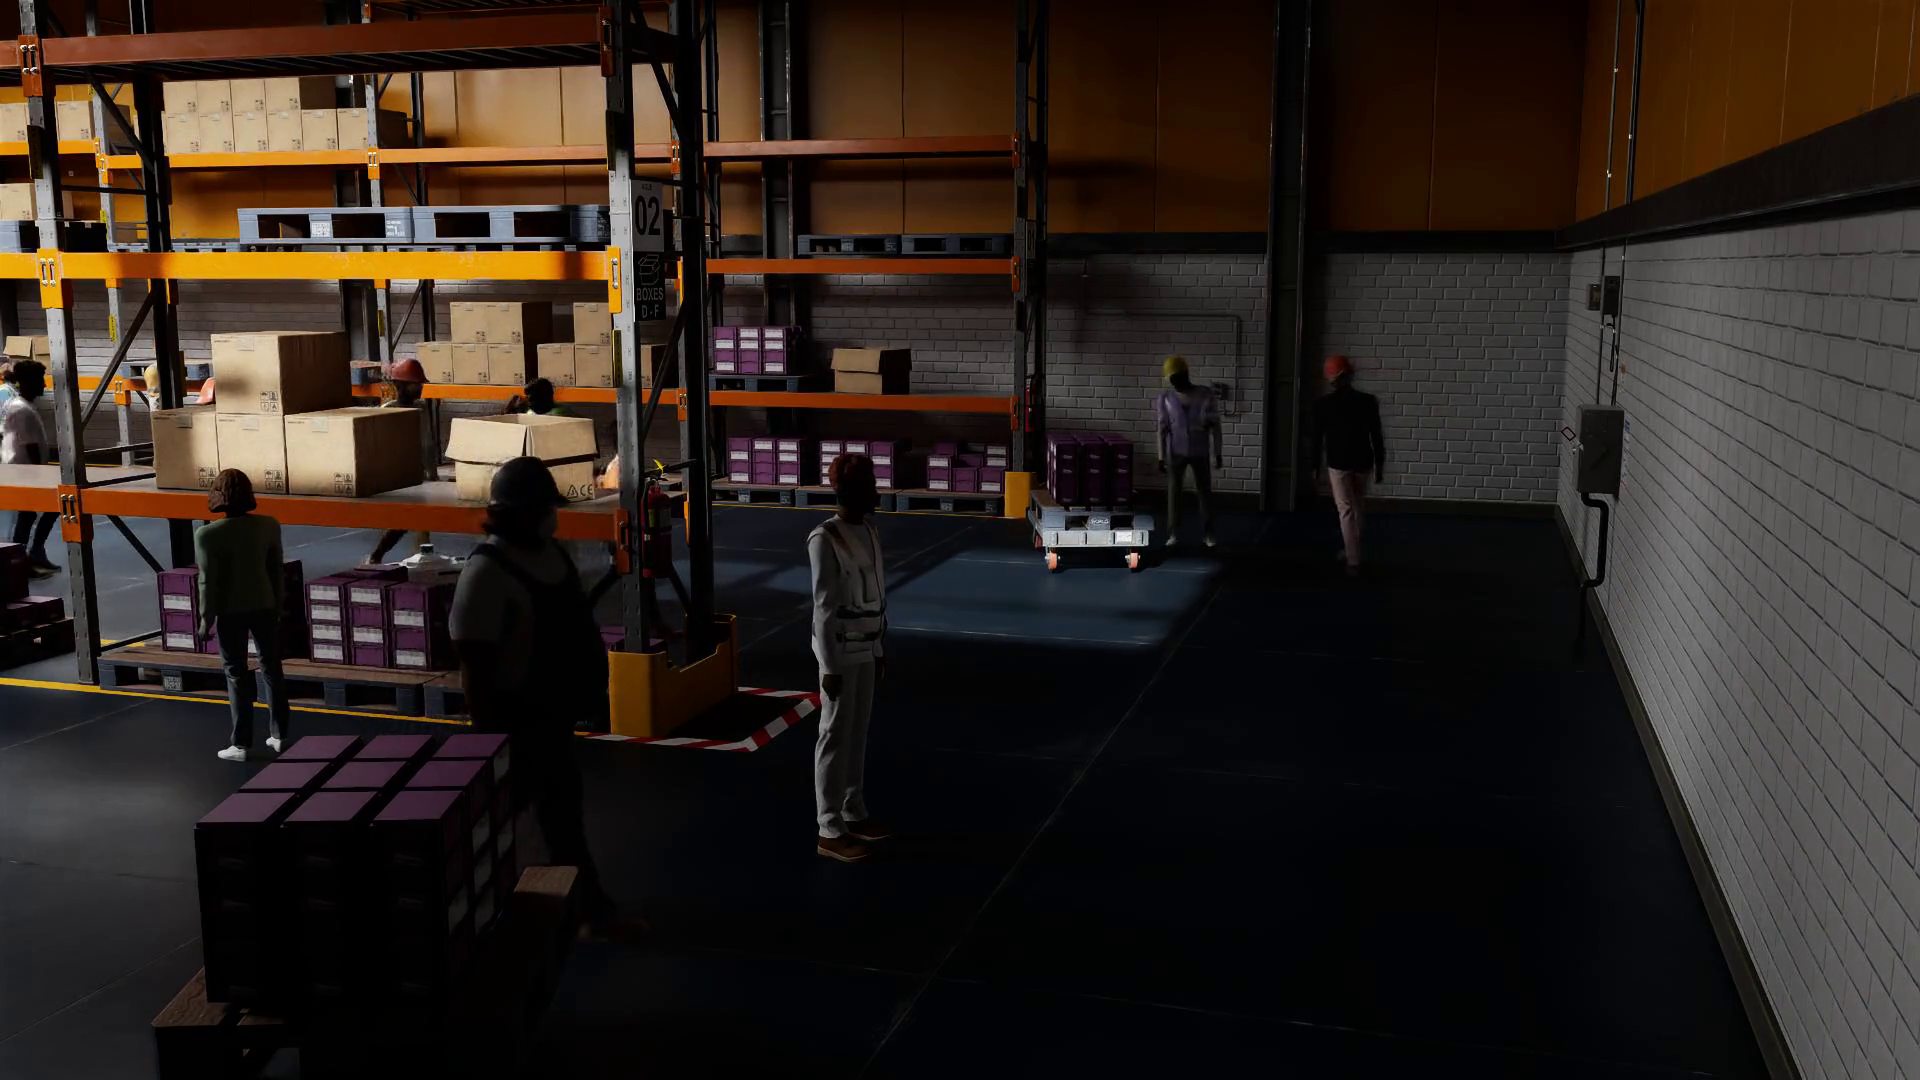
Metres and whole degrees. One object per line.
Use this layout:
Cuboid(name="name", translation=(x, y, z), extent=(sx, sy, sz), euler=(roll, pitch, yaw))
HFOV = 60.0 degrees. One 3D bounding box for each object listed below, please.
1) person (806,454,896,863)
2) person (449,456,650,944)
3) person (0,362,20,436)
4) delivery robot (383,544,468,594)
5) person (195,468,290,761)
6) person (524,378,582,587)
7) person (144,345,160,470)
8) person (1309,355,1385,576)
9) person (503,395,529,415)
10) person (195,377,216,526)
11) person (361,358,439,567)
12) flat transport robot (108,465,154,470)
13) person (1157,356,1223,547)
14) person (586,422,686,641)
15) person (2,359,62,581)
Cuboid(name="person", translation=(-0.505, 0.538, 7.765), extent=(0.354, 1.883, 0.573), euler=(3, 10, 20))
Cuboid(name="person", translation=(-1.787, 0.611, 6.843), extent=(1.000, 2.000, 0.685), euler=(2, 9, 10))
Cuboid(name="person", translation=(-11.035, -1.248, 19.394), extent=(0.308, 1.639, 0.511), euler=(-4, 10, -22))
Cuboid(name="delivery robot", translation=(-4.192, 0.276, 13.112), extent=(0.707, 0.478, 0.477), euler=(-6, 11, -34))
Cuboid(name="person", translation=(-3.995, 0.415, 9.268), extent=(0.283, 1.634, 0.498), euler=(7, 12, 38))
Cuboid(name="person", translation=(-3.427, -0.439, 13.954), extent=(0.735, 1.816, 0.429), euler=(6, 11, 32))
Cuboid(name="person", translation=(-9.450, -1.470, 19.847), extent=(0.375, 1.934, 0.547), euler=(1, 9, 5))
Cuboid(name="person", translation=(3.471, -0.682, 15.009), extent=(0.642, 1.943, 0.823), euler=(-1, 9, -6))
Cuboid(name="person", translation=(-3.914, -0.491, 14.870), extent=(0.848, 1.593, 0.528), euler=(2, 10, 11))
Cuboid(name="person", translation=(-5.418, -0.234, 12.302), extent=(0.543, 1.939, 0.355), euler=(5, 11, 30))
Cuboid(name="person", translation=(-4.668, -0.520, 13.900), extent=(1.008, 2.002, 0.619), euler=(3, 10, 16))
Cuboid(name="flat transport robot", translation=(-10.290, -0.770, 20.638), extent=(1.431, 0.197, 0.652), euler=(8, 12, 40))
Cuboid(name="person", translation=(2.255, -0.859, 16.298), extent=(0.648, 1.877, 0.398), euler=(2, 10, 12))
Cuboid(name="person", translation=(-2.484, -0.078, 12.215), extent=(0.878, 1.657, 0.533), euler=(0, 9, 1))
Cuboid(name="person", translation=(-8.109, -0.602, 14.545), extent=(0.555, 1.945, 0.604), euler=(-4, 10, -25))
